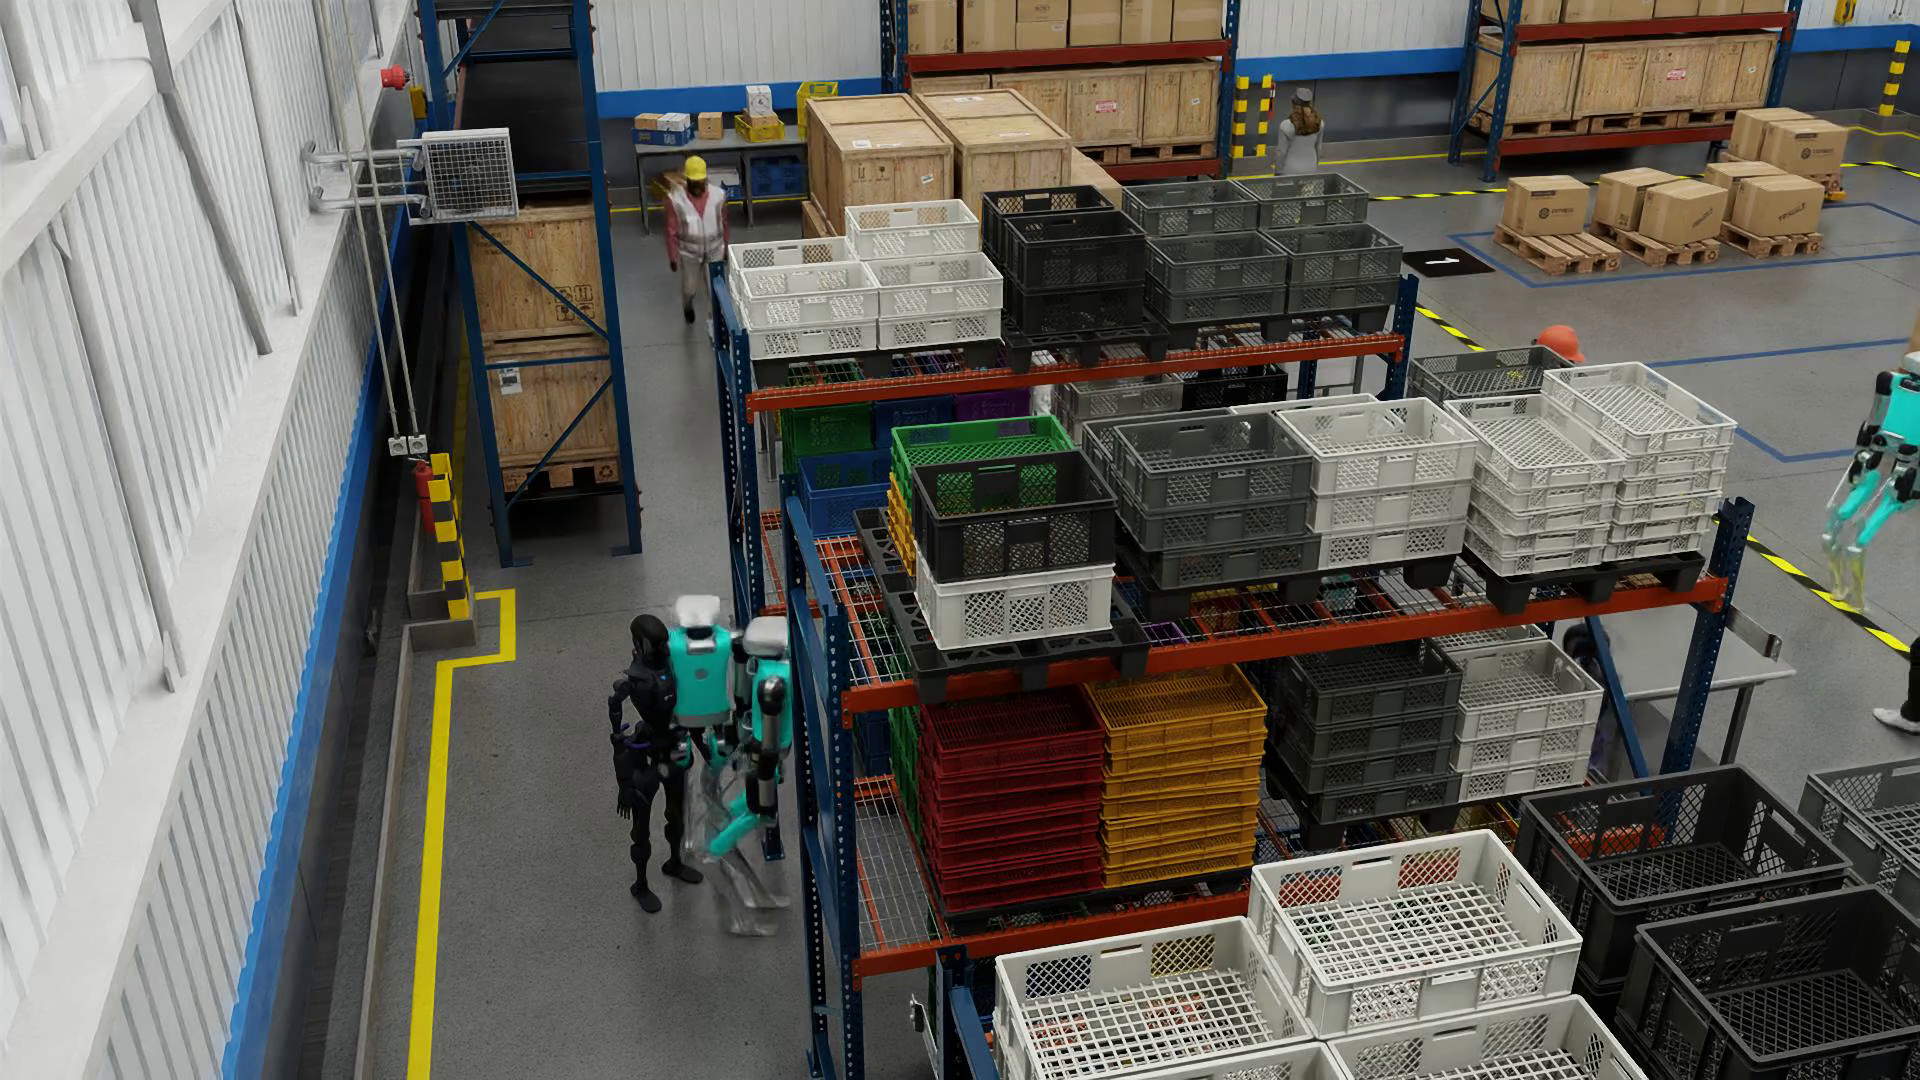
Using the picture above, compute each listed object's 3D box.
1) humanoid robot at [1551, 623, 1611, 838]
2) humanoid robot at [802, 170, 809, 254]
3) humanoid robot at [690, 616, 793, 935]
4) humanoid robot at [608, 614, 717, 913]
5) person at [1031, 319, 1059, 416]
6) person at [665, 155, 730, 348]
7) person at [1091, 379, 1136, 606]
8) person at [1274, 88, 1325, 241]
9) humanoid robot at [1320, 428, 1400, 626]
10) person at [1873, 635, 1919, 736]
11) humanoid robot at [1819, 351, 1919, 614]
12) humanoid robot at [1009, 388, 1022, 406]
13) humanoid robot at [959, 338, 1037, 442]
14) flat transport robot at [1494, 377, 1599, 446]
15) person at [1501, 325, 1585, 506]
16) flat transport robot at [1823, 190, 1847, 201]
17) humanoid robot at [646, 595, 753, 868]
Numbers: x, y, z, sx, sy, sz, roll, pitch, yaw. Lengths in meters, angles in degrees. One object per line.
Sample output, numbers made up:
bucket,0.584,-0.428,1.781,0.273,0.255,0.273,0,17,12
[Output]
humanoid robot,3.013,1.142,8.393,0.469,1.646,0.587,12,30,22
humanoid robot,-1.435,-3.871,17.924,0.782,1.621,0.587,-6,28,-12
humanoid robot,-1.099,1.173,8.220,0.673,1.771,0.531,0,28,0
humanoid robot,-1.523,1.101,8.432,0.315,1.655,0.599,22,35,36
person,0.577,-1.258,12.703,0.356,1.882,0.572,4,28,7
person,-2.456,-2.744,15.599,0.600,1.806,0.715,-9,29,-16
person,0.953,-0.110,10.454,0.392,1.949,0.602,-9,29,-17
person,3.657,-4.004,18.032,0.563,1.770,0.396,-11,30,-20
humanoid robot,2.449,0.028,10.465,0.559,1.754,1.061,-9,29,-17
person,5.844,0.372,9.659,0.625,1.831,0.686,-10,29,-17
humanoid robot,6.108,-0.356,11.162,0.805,1.772,0.553,-16,32,-28
humanoid robot,0.297,-0.325,11.147,0.330,1.657,0.603,-13,30,-22
humanoid robot,0.299,-0.505,11.320,0.535,1.694,0.740,-4,28,-8
flat transport robot,4.780,-1.036,14.013,0.659,0.231,1.431,-6,28,-12
person,3.788,-0.458,11.031,0.404,2.036,0.610,16,32,28
flat transport robot,9.880,-4.253,20.085,1.431,0.197,0.652,-6,28,-12
humanoid robot,-1.349,0.970,8.649,0.554,1.776,0.766,-6,28,-12
